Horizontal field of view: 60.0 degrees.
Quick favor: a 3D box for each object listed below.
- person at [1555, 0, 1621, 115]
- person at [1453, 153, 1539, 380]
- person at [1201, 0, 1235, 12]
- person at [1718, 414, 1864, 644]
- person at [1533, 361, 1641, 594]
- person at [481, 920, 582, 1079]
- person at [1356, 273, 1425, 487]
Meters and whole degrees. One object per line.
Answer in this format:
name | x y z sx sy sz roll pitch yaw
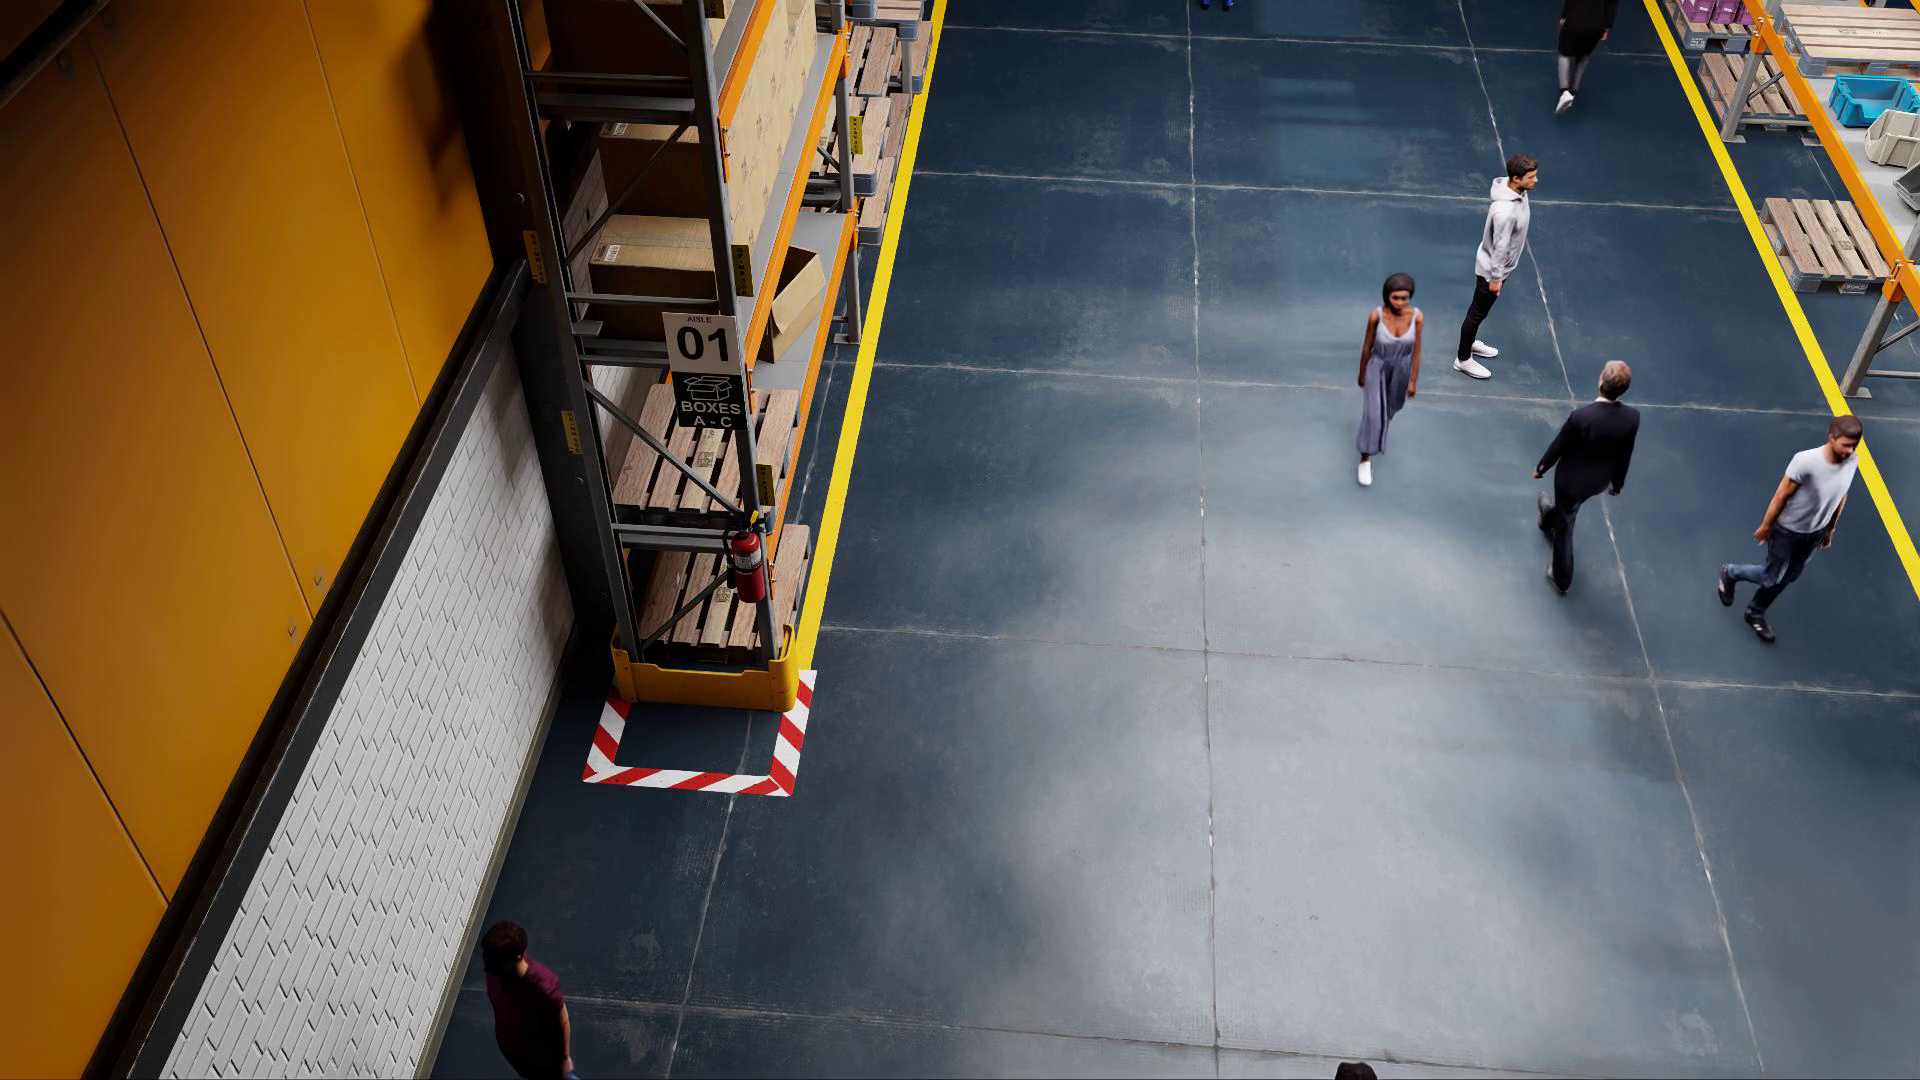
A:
person | 6.050 -4.938 16.123 0.705 1.746 0.957 8 44 8
person | 4.208 -2.184 13.099 0.811 1.930 0.652 16 46 16
person | 2.829 -6.515 17.811 0.643 1.699 0.578 8 44 8
person | 5.499 -0.148 11.016 0.765 1.854 0.889 -9 44 -10
person | 4.263 -0.392 11.327 0.834 1.778 1.162 -3 44 -3
person | -2.120 2.462 8.276 0.742 1.855 0.728 24 48 23
person | 3.163 -1.281 12.337 0.607 1.672 1.057 2 44 2
